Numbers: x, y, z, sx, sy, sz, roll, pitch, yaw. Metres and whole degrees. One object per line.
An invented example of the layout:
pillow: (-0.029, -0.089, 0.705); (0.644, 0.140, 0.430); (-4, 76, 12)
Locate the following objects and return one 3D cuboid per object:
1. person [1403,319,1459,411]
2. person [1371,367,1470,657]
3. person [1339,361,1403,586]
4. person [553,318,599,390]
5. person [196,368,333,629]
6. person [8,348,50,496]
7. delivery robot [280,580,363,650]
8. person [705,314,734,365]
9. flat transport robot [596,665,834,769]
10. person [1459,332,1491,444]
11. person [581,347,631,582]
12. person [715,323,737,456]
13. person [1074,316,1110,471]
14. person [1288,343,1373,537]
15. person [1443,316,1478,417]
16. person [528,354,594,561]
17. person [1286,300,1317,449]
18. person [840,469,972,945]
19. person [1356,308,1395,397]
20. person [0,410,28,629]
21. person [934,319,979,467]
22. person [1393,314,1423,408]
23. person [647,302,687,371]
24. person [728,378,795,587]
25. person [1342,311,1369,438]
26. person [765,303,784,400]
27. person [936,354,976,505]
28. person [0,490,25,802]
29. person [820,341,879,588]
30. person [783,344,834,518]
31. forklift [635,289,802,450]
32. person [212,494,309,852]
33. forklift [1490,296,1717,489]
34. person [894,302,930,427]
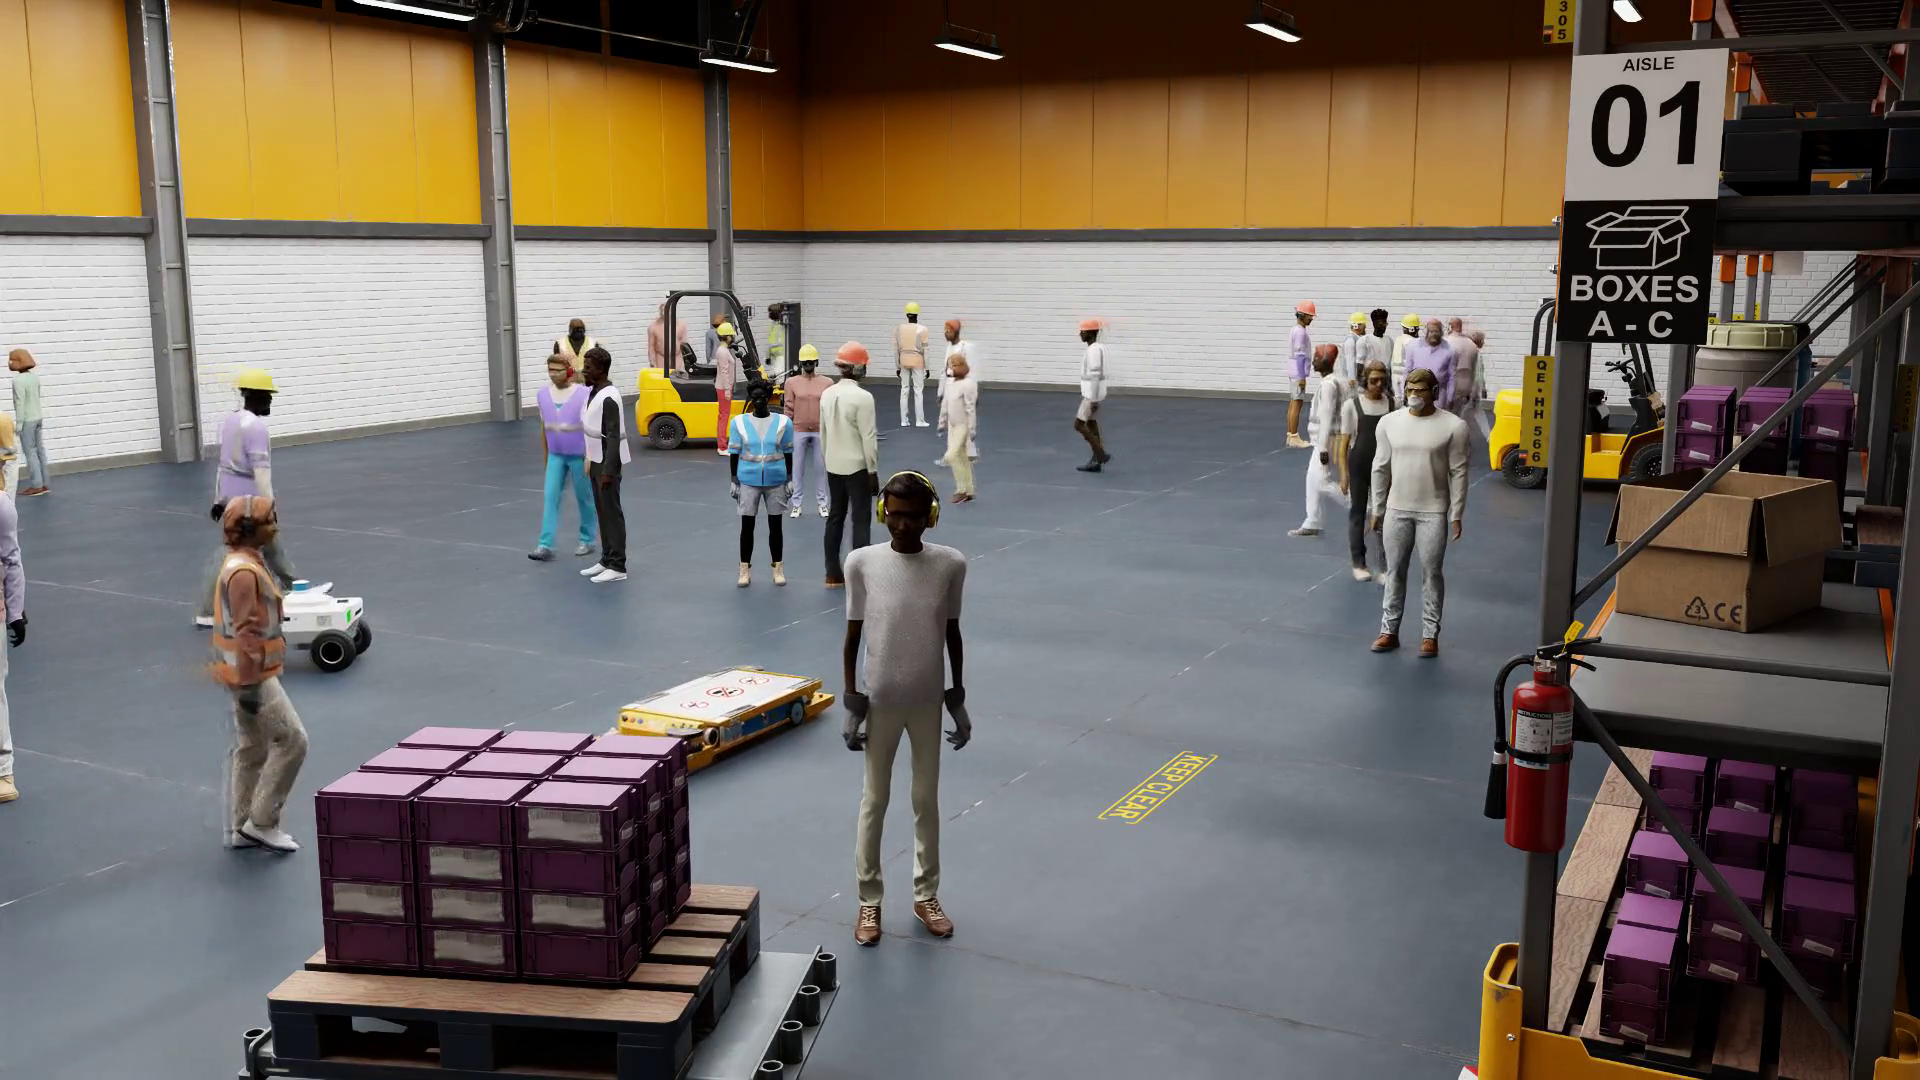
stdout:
person: (5.871, -1.814, 20.759); (0.655, 1.869, 0.711); (3, 10, 15)
person: (3.052, -0.186, 11.103); (0.634, 1.937, 0.355); (6, 11, 29)
person: (3.334, -0.518, 13.370); (0.550, 1.814, 0.834); (0, 10, -2)
person: (-5.232, -2.131, 22.739); (0.651, 1.820, 0.440); (-2, 10, -13)
person: (-5.148, -0.321, 12.154); (1.082, 1.849, 0.623); (-8, 13, -38)
person: (-10.356, -1.310, 18.488); (0.271, 1.631, 0.506); (-1, 10, -4)
delivery robot: (-4.279, 0.506, 10.824); (0.707, 0.478, 0.477); (-1, 10, -6)
person: (-4.187, -3.132, 29.041); (0.501, 1.631, 0.287); (0, 10, -3)
flat transport robot: (-1.350, 0.960, 9.287); (0.652, 0.197, 1.431); (5, 11, 27)
person: (7.192, -2.108, 23.222); (0.877, 1.583, 0.542); (1, 10, 4)
person: (-2.919, -0.618, 13.672); (0.392, 1.917, 0.592); (-5, 11, -25)
person: (-3.095, -1.993, 22.065); (0.311, 1.768, 0.532); (-2, 10, -10)
person: (1.591, -1.781, 20.384); (0.403, 1.918, 0.560); (1, 10, 8)
person: (3.500, -0.905, 15.518); (0.755, 1.864, 0.582); (3, 10, 17)
person: (6.370, -1.922, 21.343); (0.702, 1.873, 0.601); (-5, 11, -26)
person: (-3.461, -0.712, 14.515); (0.599, 1.801, 0.901); (3, 10, 15)
person: (4.715, -2.283, 22.971); (0.391, 2.034, 0.605); (1, 10, 5)
person: (-0.211, 0.651, 6.502); (0.518, 1.857, 0.327); (-2, 10, -13)
person: (5.445, -2.048, 21.800); (0.600, 1.967, 0.367); (-5, 11, -28)
person: (-6.969, -0.313, 11.844); (0.549, 1.933, 0.373); (4, 10, 20)
person: (-0.095, -1.849, 20.965); (0.834, 1.849, 0.615); (-6, 11, -30)
person: (6.324, -2.268, 23.460); (0.403, 1.835, 0.586); (-2, 10, -9)
person: (-4.775, -2.945, 27.222); (0.668, 1.888, 0.451); (-3, 10, -16)
person: (-1.595, -0.462, 13.401); (0.540, 1.695, 0.317); (-2, 10, -9)
person: (5.781, -2.410, 24.276); (0.404, 1.837, 0.590); (4, 11, 23)
person: (-3.114, -3.163, 28.688); (0.505, 1.820, 0.690); (-6, 12, -33)
person: (-0.051, -1.181, 17.808); (0.533, 1.617, 0.518); (-5, 11, -25)
person: (-4.875, 0.391, 8.051); (0.633, 1.839, 0.429); (-5, 11, -28)
person: (-0.841, -0.575, 13.251); (0.651, 1.984, 0.414); (9, 14, 44)
person: (-1.527, -1.102, 16.904); (0.533, 1.768, 0.311); (-1, 10, -8)
forklift: (-3.358, -2.392, 23.136); (2.313, 2.155, 1.214); (-1, 10, -5)
person: (-3.112, 0.606, 7.418); (0.425, 1.624, 0.546); (-4, 11, -22)
forklift: (7.296, -1.677, 18.993); (2.313, 2.155, 1.214); (5, 11, 27)
person: (-0.731, -2.698, 25.666); (0.590, 1.930, 0.358); (4, 10, 21)
